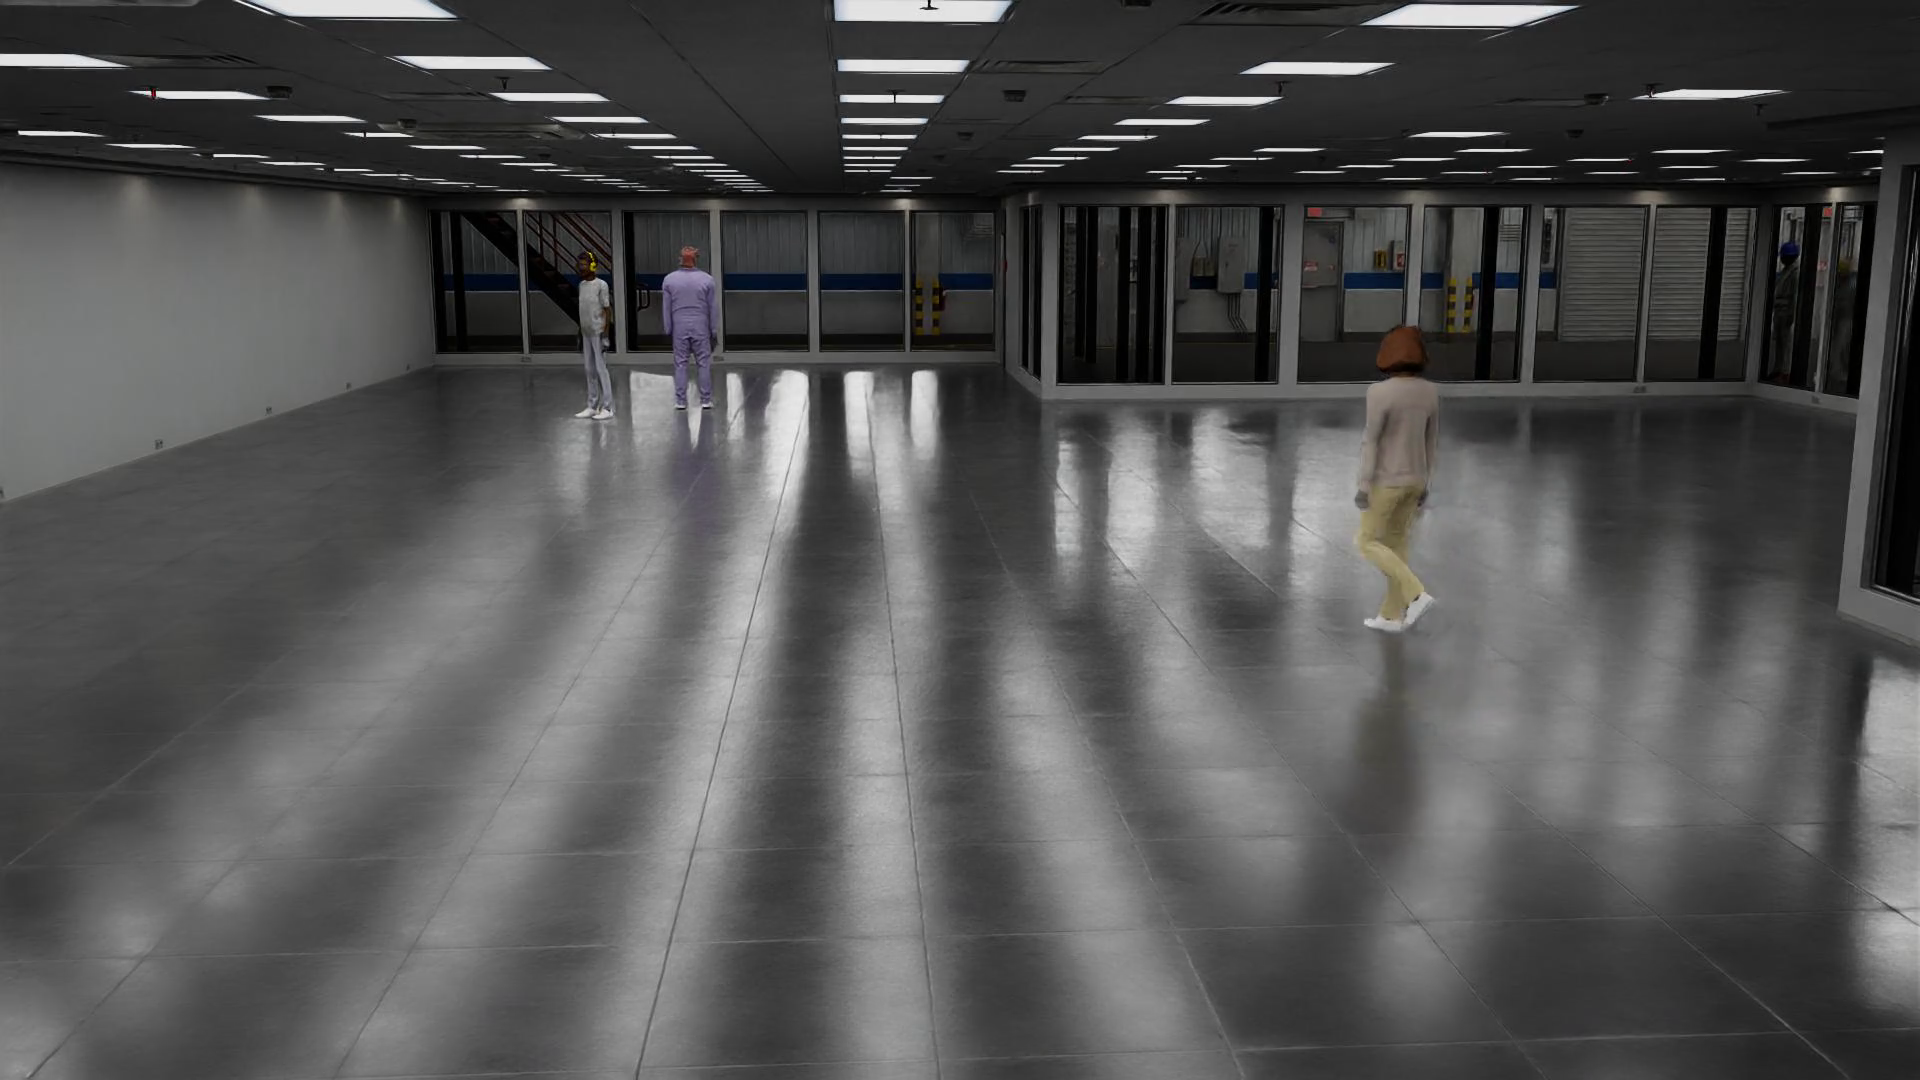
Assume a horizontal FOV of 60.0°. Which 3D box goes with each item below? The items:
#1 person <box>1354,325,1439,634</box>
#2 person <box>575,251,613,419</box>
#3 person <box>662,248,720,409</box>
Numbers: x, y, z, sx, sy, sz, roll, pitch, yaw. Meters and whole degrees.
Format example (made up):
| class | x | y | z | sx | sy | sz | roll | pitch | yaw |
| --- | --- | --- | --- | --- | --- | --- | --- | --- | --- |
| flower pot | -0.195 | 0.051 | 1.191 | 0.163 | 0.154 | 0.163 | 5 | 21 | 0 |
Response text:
| class | x | y | z | sx | sy | sz | roll | pitch | yaw |
| --- | --- | --- | --- | --- | --- | --- | --- | --- | --- |
| person | 2.261 | -0.284 | 8.506 | 0.513 | 1.613 | 0.451 | -7 | 13 | -34 |
| person | -4.104 | -2.282 | 18.602 | 0.523 | 1.870 | 0.317 | 9 | 14 | 41 |
| person | -3.163 | -2.477 | 19.604 | 0.689 | 1.894 | 0.410 | 0 | 11 | -1 |
